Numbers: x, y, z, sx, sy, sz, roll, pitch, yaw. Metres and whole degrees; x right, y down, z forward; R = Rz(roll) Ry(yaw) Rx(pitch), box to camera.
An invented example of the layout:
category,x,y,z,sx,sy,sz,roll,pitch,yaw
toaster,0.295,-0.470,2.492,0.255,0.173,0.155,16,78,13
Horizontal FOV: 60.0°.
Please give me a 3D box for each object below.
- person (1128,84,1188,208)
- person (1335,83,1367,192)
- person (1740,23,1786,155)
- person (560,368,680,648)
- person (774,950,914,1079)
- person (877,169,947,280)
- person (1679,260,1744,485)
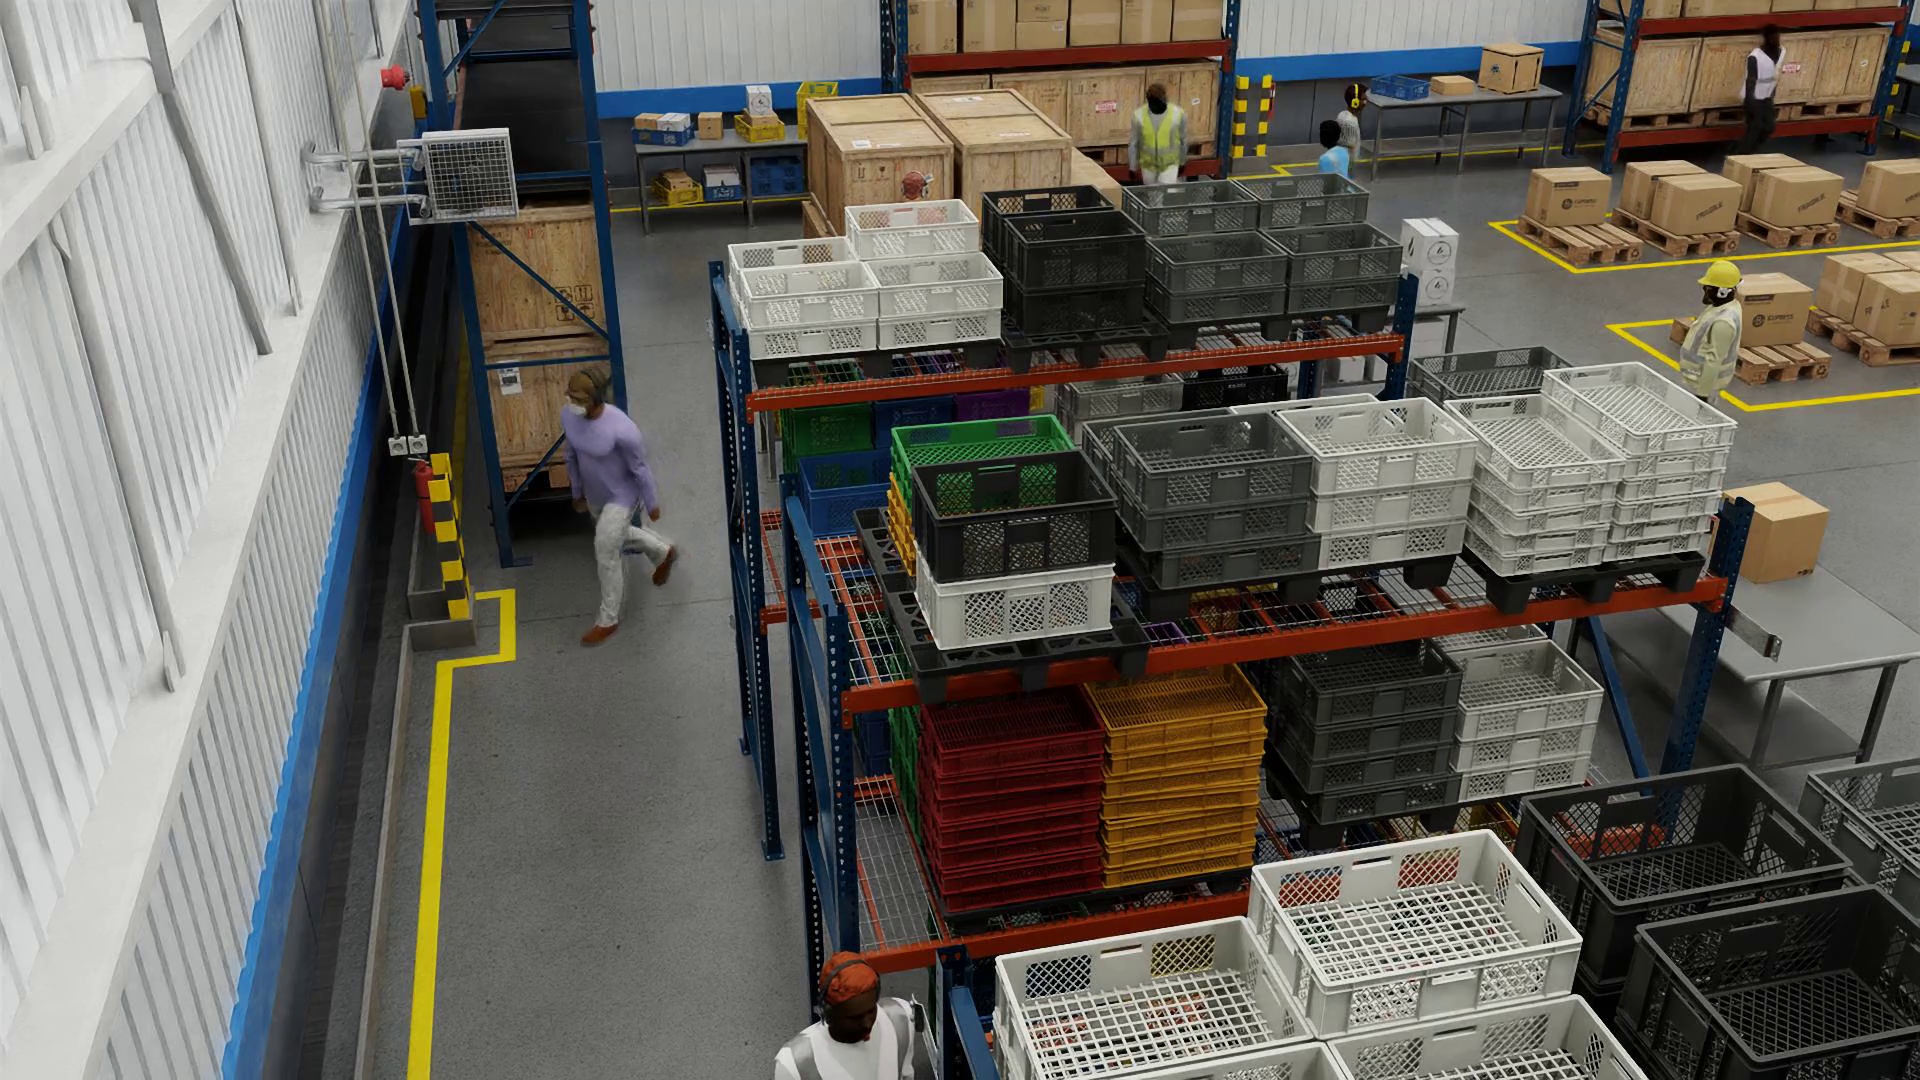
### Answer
category,x,y,z,sx,sy,sz,roll,pitch,yaw
person,2.144,-4.093,18.183,0.632,1.777,1.015,8,29,15
person,4.119,-3.932,17.774,0.335,1.873,0.519,-2,28,-4
person,9.956,-5.492,20.723,0.636,1.893,0.408,-16,32,-28
person,-2.215,-0.325,10.932,0.645,1.897,0.978,19,33,32
person,-0.381,2.255,6.024,0.576,1.882,0.355,-21,34,-34
person,-0.397,-2.322,14.696,0.636,1.900,0.401,5,28,10
person,5.706,-1.260,12.754,0.403,1.824,0.589,12,30,21
